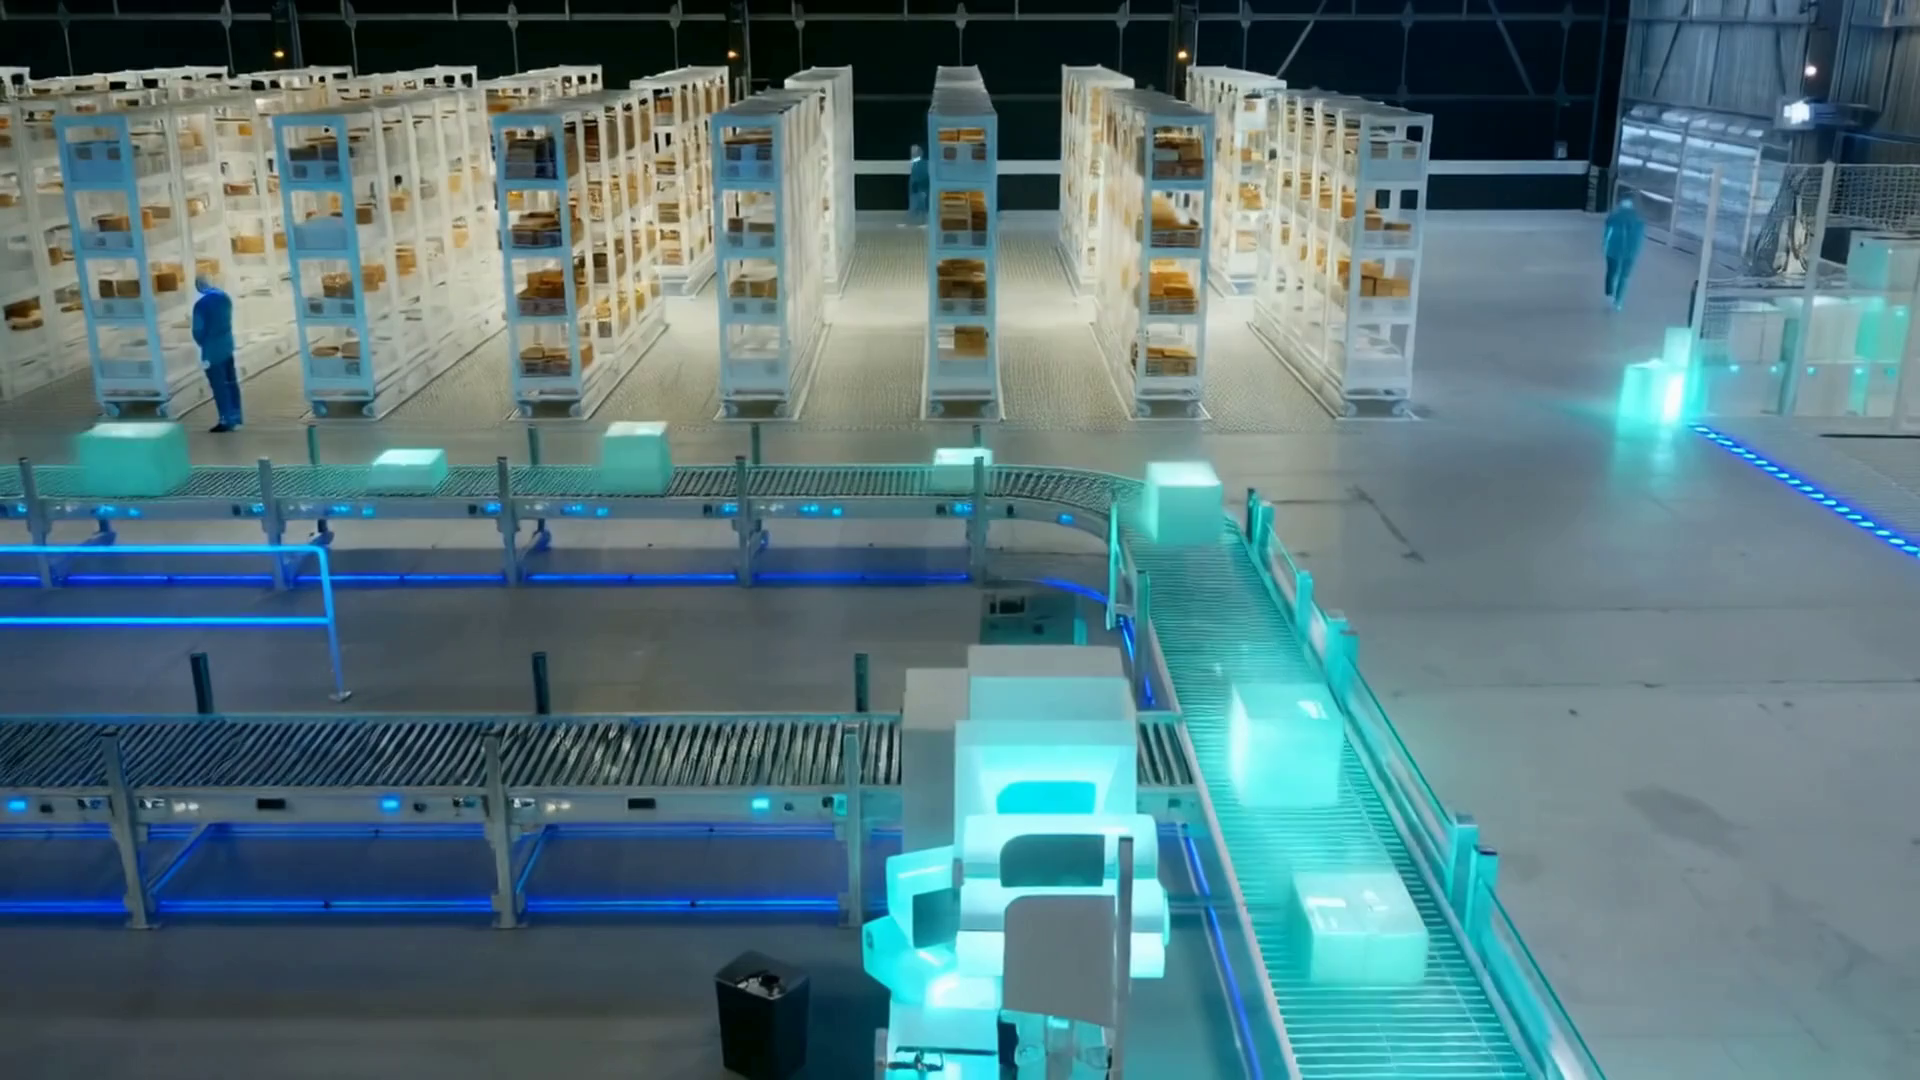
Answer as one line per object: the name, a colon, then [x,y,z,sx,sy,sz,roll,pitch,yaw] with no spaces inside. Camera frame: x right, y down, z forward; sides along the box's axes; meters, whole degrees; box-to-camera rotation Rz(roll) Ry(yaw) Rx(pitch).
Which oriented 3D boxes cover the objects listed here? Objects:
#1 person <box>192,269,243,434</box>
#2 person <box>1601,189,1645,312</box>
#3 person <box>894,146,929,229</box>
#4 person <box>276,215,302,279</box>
person: [-8.661,-2.193,19.312,0.406,1.906,0.654,0,18,0]
person: [10.617,-4.619,26.673,0.619,1.976,0.643,7,19,19]
person: [-1.049,-7.751,36.616,0.911,1.786,0.618,-5,19,-14]
person: [-10.748,-4.618,26.972,0.776,1.802,0.587,-6,19,-17]
